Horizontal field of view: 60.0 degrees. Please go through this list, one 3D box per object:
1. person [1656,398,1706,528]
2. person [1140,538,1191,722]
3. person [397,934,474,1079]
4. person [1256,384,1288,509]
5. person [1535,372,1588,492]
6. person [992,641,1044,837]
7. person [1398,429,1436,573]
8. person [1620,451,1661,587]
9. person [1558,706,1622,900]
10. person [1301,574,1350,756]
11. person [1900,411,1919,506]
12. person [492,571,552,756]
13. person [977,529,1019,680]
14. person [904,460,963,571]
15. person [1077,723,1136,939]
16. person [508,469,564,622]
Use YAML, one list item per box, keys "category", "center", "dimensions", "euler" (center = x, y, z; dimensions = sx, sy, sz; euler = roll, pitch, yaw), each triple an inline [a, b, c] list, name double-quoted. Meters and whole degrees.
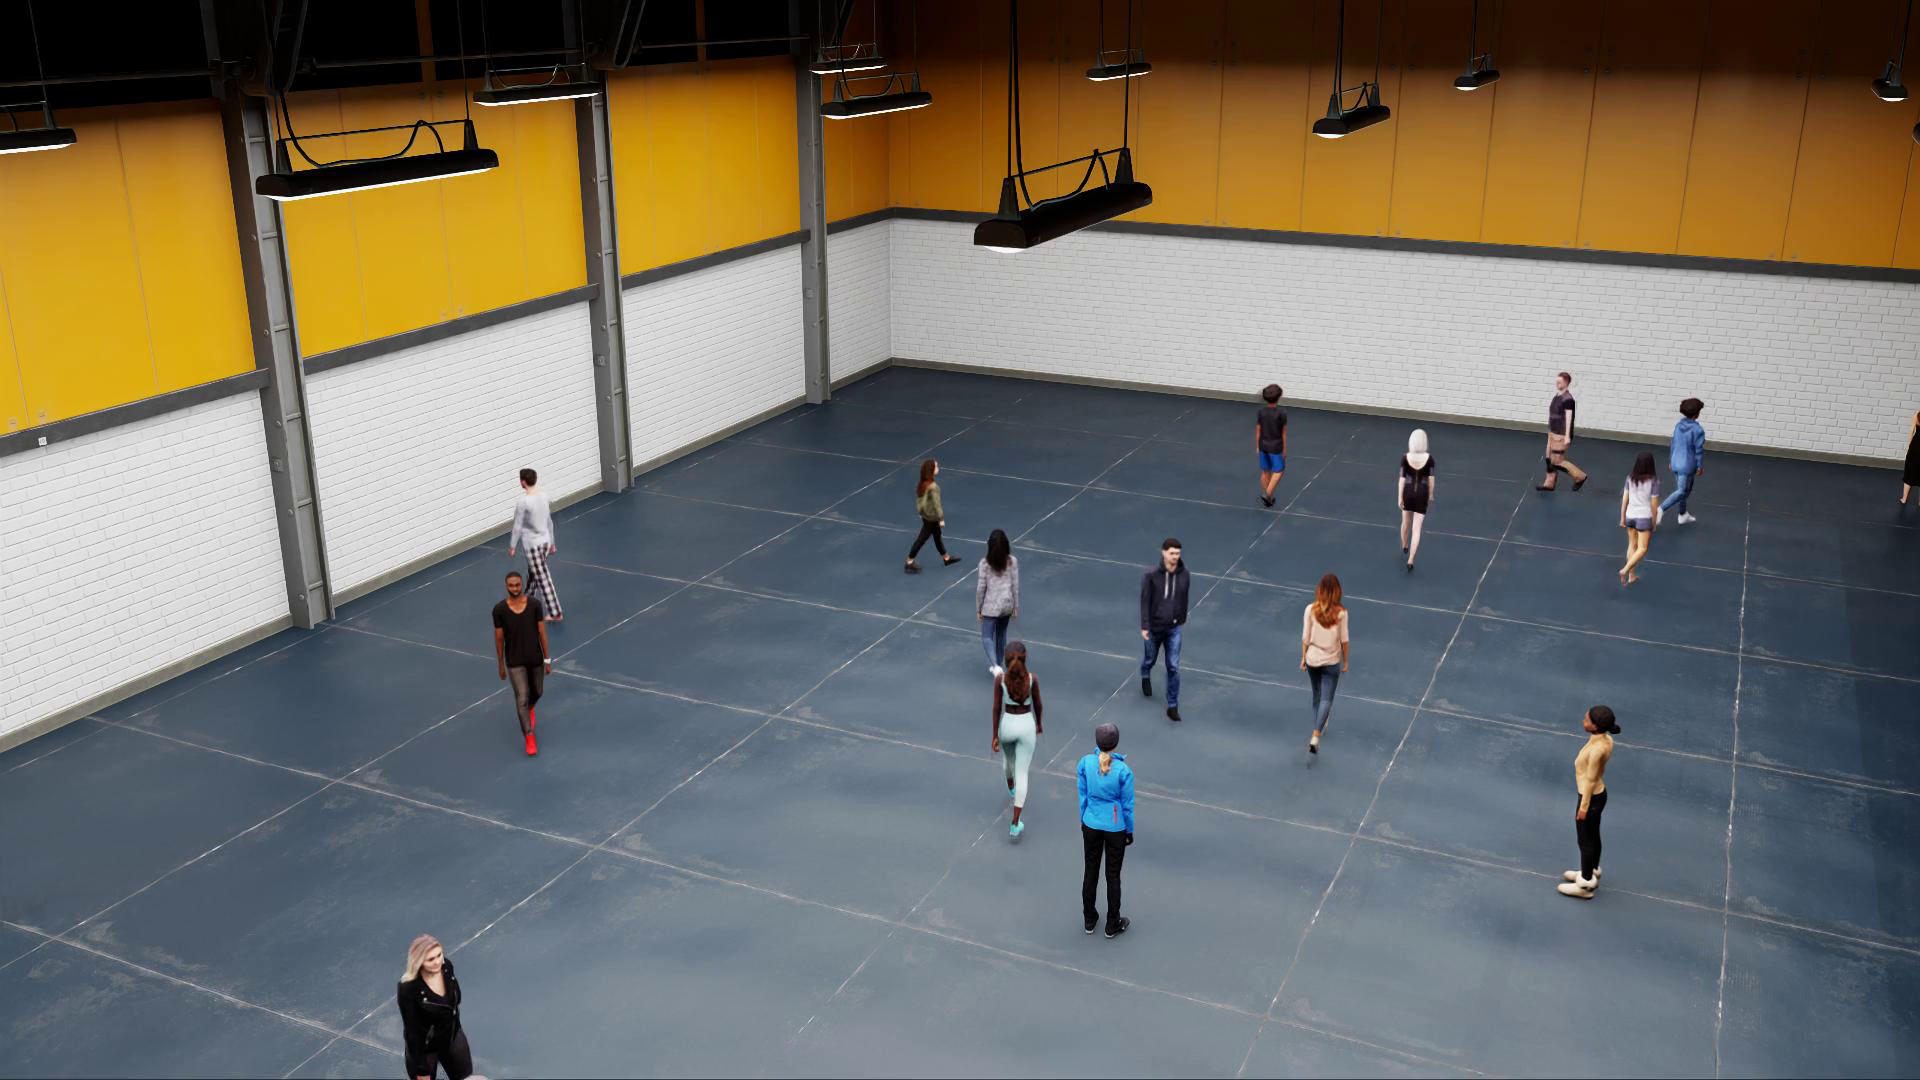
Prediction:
- category: "person"
  center: [9.846, -1.028, 22.708]
  dimensions: [1.128, 1.787, 1.112]
  euler: [-5, 19, -15]
- category: "person"
  center: [2.048, 0.856, 17.011]
  dimensions: [1.085, 1.852, 1.316]
  euler: [-2, 19, -5]
- category: "person"
  center: [-3.343, 3.177, 10.430]
  dimensions: [0.758, 1.653, 0.719]
  euler: [12, 22, 32]
- category: "person"
  center: [4.373, -1.298, 23.502]
  dimensions: [0.665, 1.792, 0.791]
  euler: [11, 22, 30]
- category: "person"
  center: [8.842, -1.543, 24.188]
  dimensions: [0.958, 1.819, 0.965]
  euler: [2, 19, 5]
- category: "person"
  center: [0.509, 1.769, 14.594]
  dimensions: [0.835, 1.663, 1.268]
  euler: [2, 19, 7]
- category: "person"
  center: [5.767, -0.464, 21.044]
  dimensions: [0.686, 1.779, 1.192]
  euler: [6, 19, 17]
- category: "person"
  center: [8.315, -0.221, 20.426]
  dimensions: [1.018, 1.714, 0.821]
  euler: [-16, 25, -40]
- category: "person"
  center: [5.168, 2.114, 13.577]
  dimensions: [0.667, 1.659, 0.512]
  euler: [12, 22, 31]
- category: "person"
  center: [3.502, 1.220, 16.078]
  dimensions: [0.632, 1.758, 1.116]
  euler: [7, 20, 21]
- category: "person"
  center: [13.749, -1.295, 23.755]
  dimensions: [0.595, 1.625, 0.604]
  euler: [12, 22, 32]
- category: "person"
  center: [-4.265, 1.145, 16.263]
  dimensions: [1.107, 1.781, 1.153]
  euler: [-7, 20, -20]
- category: "person"
  center: [0.407, 0.739, 17.574]
  dimensions: [0.961, 1.714, 1.067]
  euler: [-4, 19, -12]
- category: "person"
  center: [-0.450, -0.277, 21.026]
  dimensions: [1.057, 1.437, 1.011]
  euler: [-6, 20, -17]
- category: "person"
  center: [1.128, 2.250, 12.957]
  dimensions: [0.616, 1.797, 0.517]
  euler: [9, 21, 25]
- category: "person"
  center: [-4.861, 0.091, 19.341]
  dimensions: [0.774, 1.815, 1.052]
  euler: [10, 21, 28]
